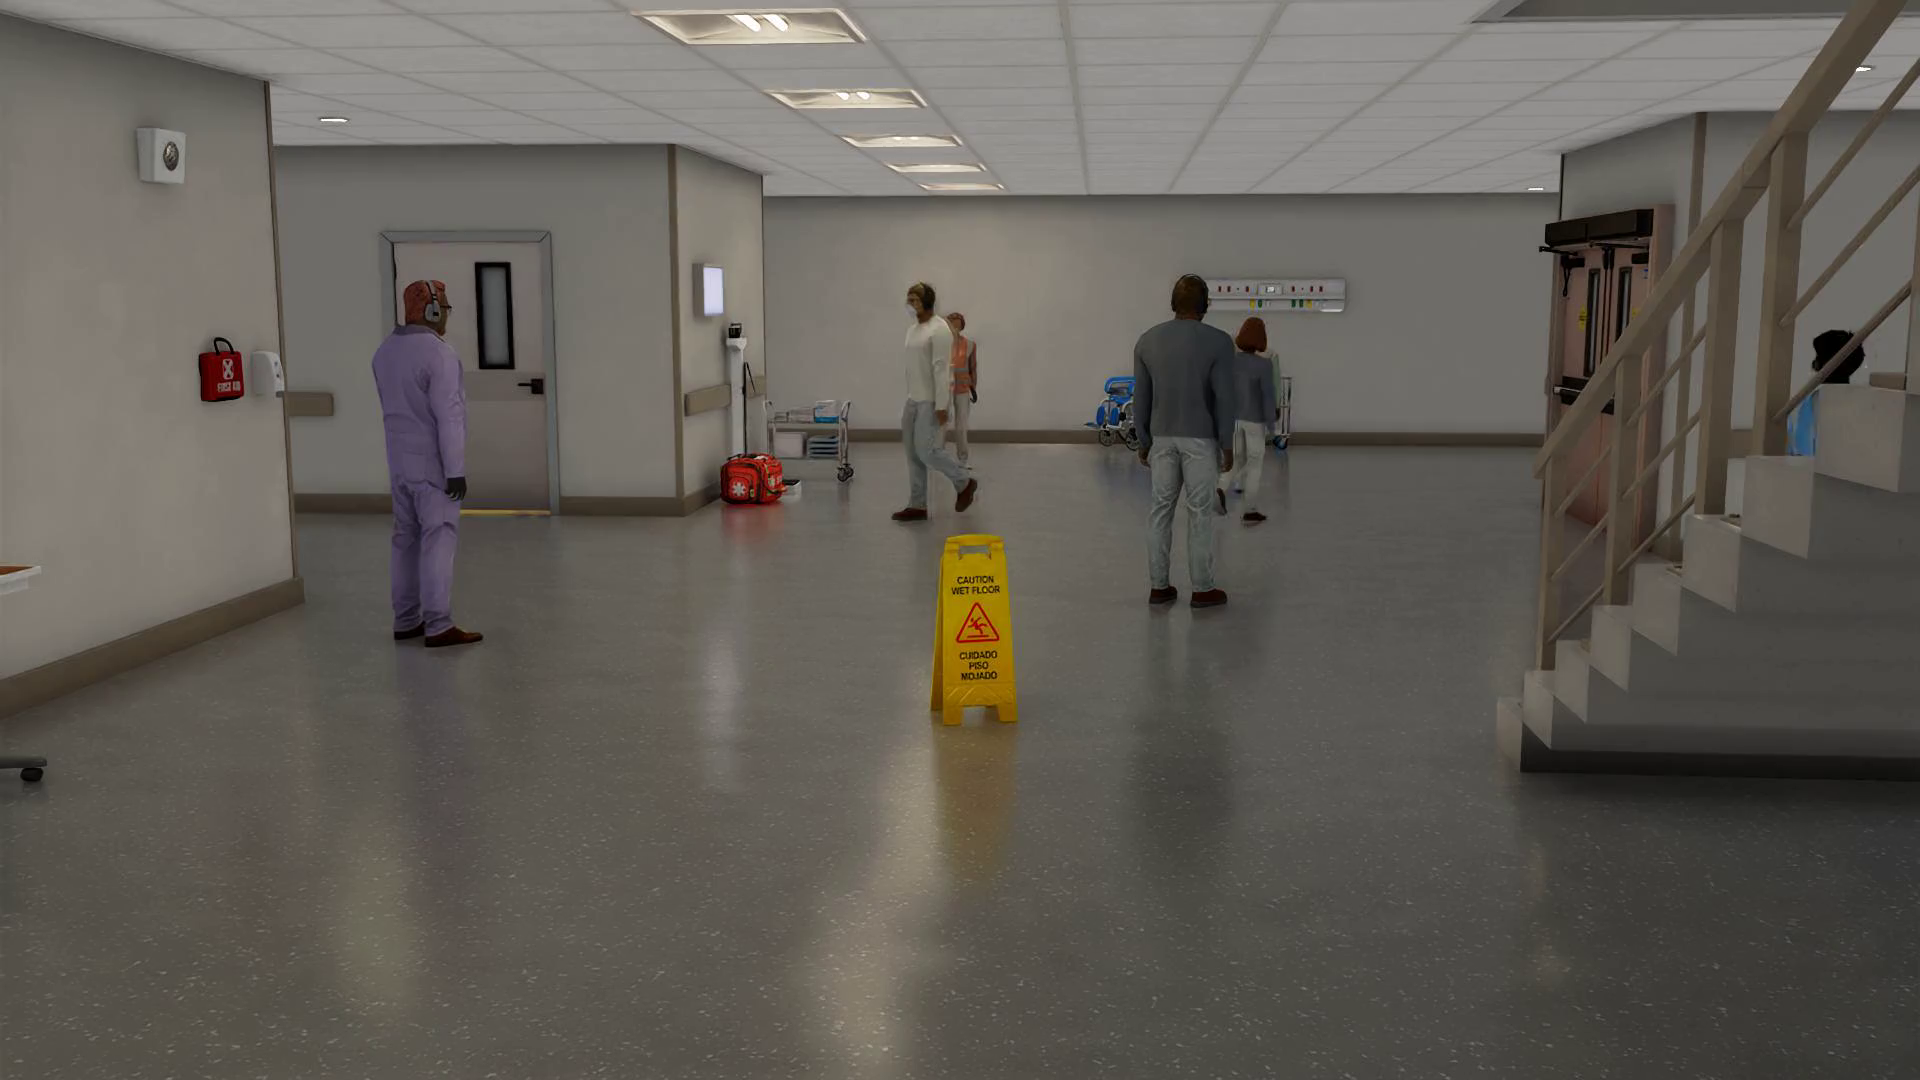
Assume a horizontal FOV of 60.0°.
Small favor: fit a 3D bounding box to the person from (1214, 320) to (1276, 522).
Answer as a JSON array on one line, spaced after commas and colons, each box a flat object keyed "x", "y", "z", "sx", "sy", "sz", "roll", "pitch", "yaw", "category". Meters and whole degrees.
[{"x": 2.260, "y": -0.934, "z": 13.236, "sx": 0.448, "sy": 1.619, "sz": 0.515, "roll": -7, "pitch": 11, "yaw": -40, "category": "person"}]

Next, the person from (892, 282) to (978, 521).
[{"x": -0.223, "y": -1.101, "z": 13.354, "sx": 0.619, "sy": 1.918, "sz": 0.640, "roll": -4, "pitch": 9, "yaw": -27, "category": "person"}]

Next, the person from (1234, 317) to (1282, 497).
[{"x": 2.626, "y": -1.186, "z": 14.956, "sx": 0.552, "sy": 1.613, "sz": 0.664, "roll": 3, "pitch": 9, "yaw": 19, "category": "person"}]

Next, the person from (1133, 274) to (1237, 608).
[{"x": 1.313, "y": -0.574, "z": 9.711, "sx": 0.634, "sy": 1.938, "sz": 0.355, "roll": 5, "pitch": 10, "yaw": 32, "category": "person"}]

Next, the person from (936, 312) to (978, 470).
[{"x": -0.067, "y": -1.549, "z": 17.351, "sx": 0.514, "sy": 1.640, "sz": 0.311, "roll": -2, "pitch": 9, "yaw": -14, "category": "person"}]

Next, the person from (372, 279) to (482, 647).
[{"x": -2.760, "y": -0.399, "z": 8.668, "sx": 0.648, "sy": 1.899, "sz": 0.397, "roll": 7, "pitch": 11, "yaw": 41, "category": "person"}]
